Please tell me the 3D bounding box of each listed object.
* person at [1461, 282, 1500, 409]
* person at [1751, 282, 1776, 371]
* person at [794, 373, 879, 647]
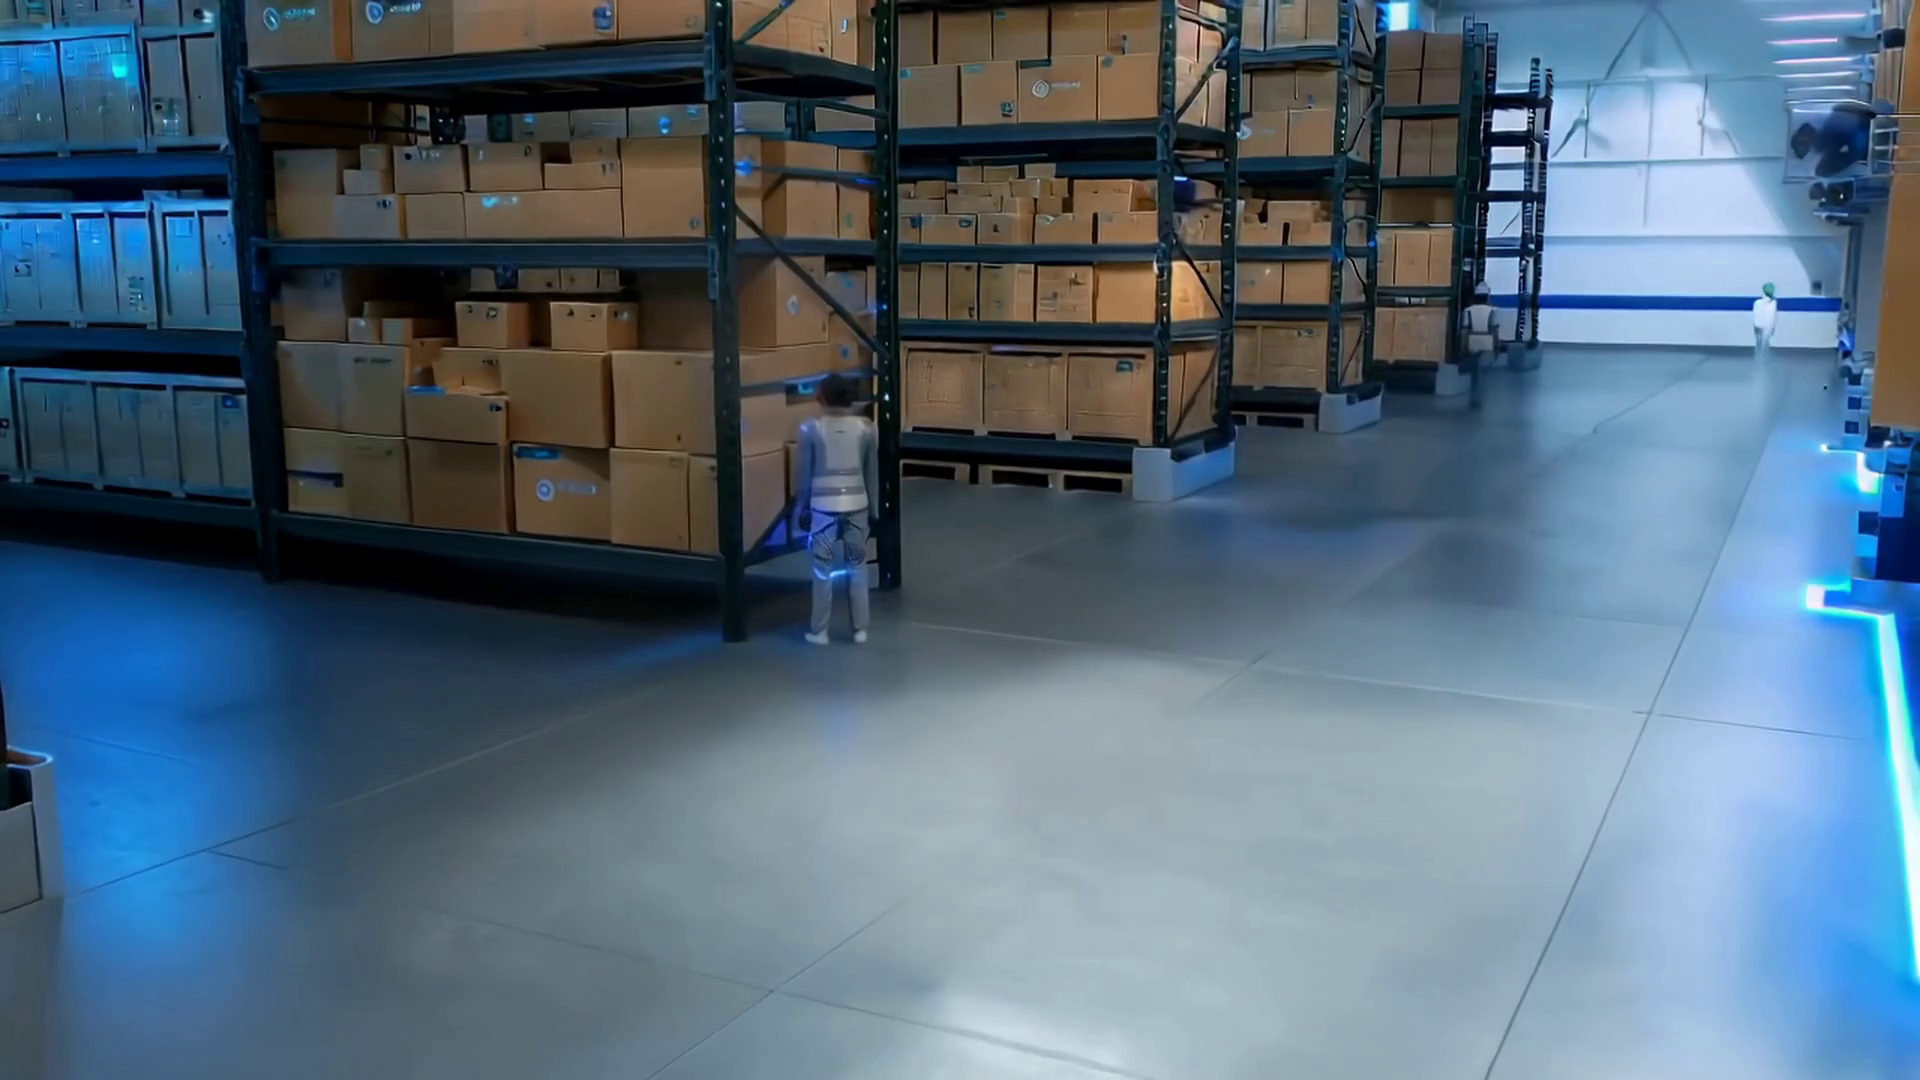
[{"bbox_3d":[7.677,-2.856,24.587,0.557,1.914,0.769,5,11,27],"label":"person"},{"bbox_3d":[15.984,-4.237,33.029,0.339,1.752,0.564,-2,10,-10],"label":"person"},{"bbox_3d":[-0.726,-0.176,9.882,0.518,1.631,0.318,-4,11,-22],"label":"person"}]
